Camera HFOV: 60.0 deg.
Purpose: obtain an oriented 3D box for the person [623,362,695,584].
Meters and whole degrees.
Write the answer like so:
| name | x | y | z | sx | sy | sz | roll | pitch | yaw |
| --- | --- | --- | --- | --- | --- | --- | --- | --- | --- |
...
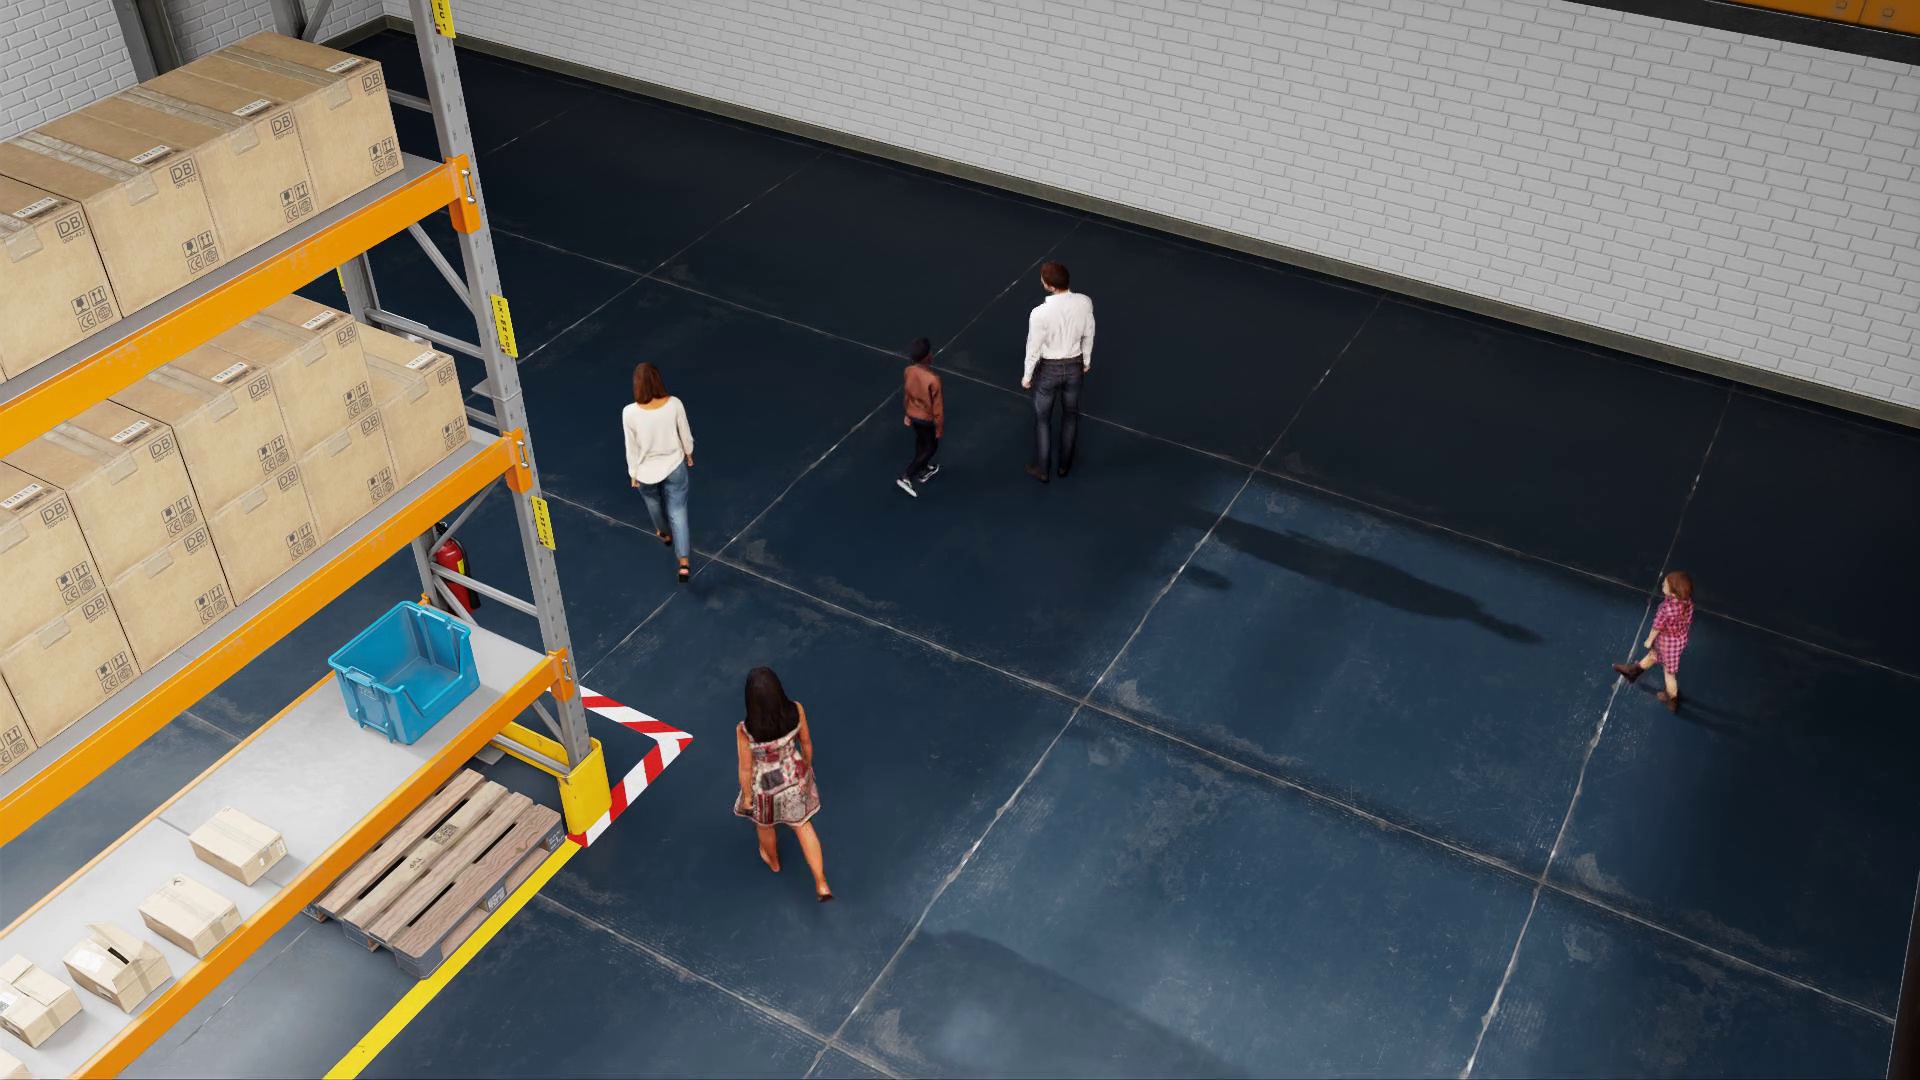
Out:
| name | x | y | z | sx | sy | sz | roll | pitch | yaw |
| --- | --- | --- | --- | --- | --- | --- | --- | --- | --- |
| person | -2.040 | -0.434 | 11.453 | 1.076 | 1.647 | 1.121 | -10 | 40 | -13 |

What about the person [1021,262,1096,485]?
| name | x | y | z | sx | sy | sz | roll | pitch | yaw |
| --- | --- | --- | --- | --- | --- | --- | --- | --- | --- |
| person | 0.742 | -1.250 | 12.314 | 0.755 | 1.848 | 0.823 | -3 | 39 | -3 |

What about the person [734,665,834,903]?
| name | x | y | z | sx | sy | sz | roll | pitch | yaw |
| --- | --- | --- | --- | --- | --- | --- | --- | --- | --- |
| person | -0.976 | 1.389 | 9.185 | 1.019 | 1.628 | 0.983 | -20 | 43 | -24 |

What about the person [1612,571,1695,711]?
| name | x | y | z | sx | sy | sz | roll | pitch | yaw |
| --- | --- | --- | --- | --- | --- | --- | --- | --- | --- |
| person | 4.562 | 0.651 | 10.612 | 0.711 | 1.001 | 0.678 | -18 | 42 | -21 |

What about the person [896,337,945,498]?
| name | x | y | z | sx | sy | sz | roll | pitch | yaw |
| --- | --- | --- | --- | --- | --- | --- | --- | --- | --- |
| person | -0.310 | -0.900 | 12.363 | 0.815 | 1.240 | 0.641 | -29 | 47 | -31 |
